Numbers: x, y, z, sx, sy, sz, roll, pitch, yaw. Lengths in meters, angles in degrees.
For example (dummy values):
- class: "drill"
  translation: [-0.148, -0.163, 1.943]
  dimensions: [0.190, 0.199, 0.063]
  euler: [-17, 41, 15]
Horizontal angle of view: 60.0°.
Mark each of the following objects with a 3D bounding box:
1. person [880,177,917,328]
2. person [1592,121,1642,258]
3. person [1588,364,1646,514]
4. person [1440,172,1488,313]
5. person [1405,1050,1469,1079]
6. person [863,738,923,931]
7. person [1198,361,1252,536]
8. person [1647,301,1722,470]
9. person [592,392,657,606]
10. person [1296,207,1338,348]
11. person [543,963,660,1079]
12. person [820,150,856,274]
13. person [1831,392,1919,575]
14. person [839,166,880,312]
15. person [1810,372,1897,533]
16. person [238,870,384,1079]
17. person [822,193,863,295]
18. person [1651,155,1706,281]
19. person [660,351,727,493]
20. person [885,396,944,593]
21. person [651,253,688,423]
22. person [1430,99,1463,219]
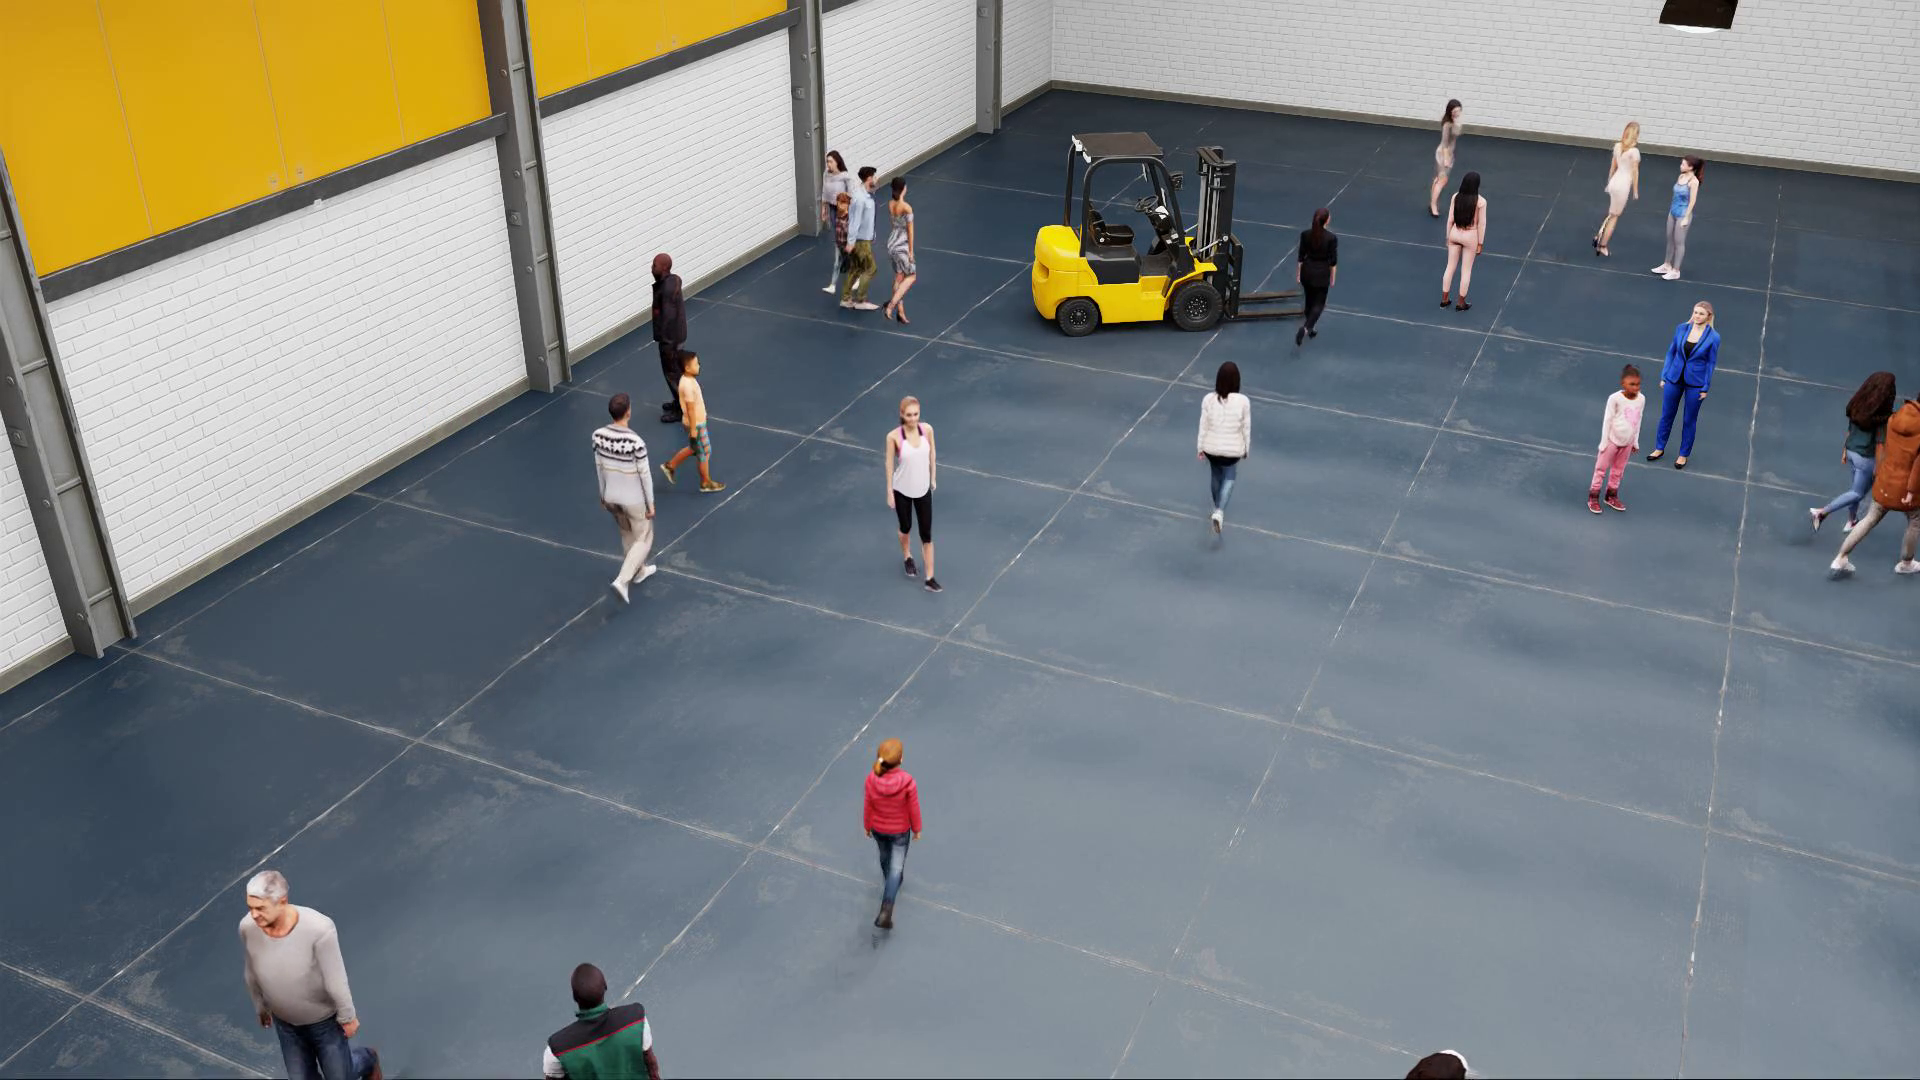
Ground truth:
- class: "person"
  translation: [-0.788, -3.400, 19.775]
  dimensions: [0.850, 1.806, 0.754]
  euler: [-21, 35, -33]
- class: "person"
  translation: [8.628, -4.603, 21.970]
  dimensions: [0.780, 1.817, 0.722]
  euler: [-8, 30, -14]
- class: "person"
  translation: [6.208, -0.965, 15.693]
  dimensions: [0.630, 1.441, 0.665]
  euler: [-6, 29, -10]
- class: "person"
  translation: [6.154, -3.654, 20.331]
  dimensions: [0.678, 1.721, 0.621]
  euler: [22, 36, 35]
- class: "person"
  translation: [2.152, 3.131, 7.804]
  dimensions: [0.855, 1.805, 0.813]
  euler: [-22, 36, -35]
- class: "person"
  translation: [-0.465, 1.890, 10.613]
  dimensions: [0.615, 1.293, 0.921]
  euler: [8, 30, 15]
- class: "person"
  translation: [2.413, -0.823, 15.248]
  dimensions: [0.681, 1.617, 0.977]
  euler: [9, 30, 16]
- class: "person"
  translation: [7.213, -1.559, 16.511]
  dimensions: [0.682, 1.701, 0.645]
  euler: [23, 36, 35]
- class: "person"
  translation: [-2.876, -0.329, 14.120]
  dimensions: [0.670, 1.830, 0.987]
  euler: [12, 31, 21]
- class: "person"
  translation: [4.075, -2.996, 19.211]
  dimensions: [0.689, 1.638, 1.040]
  euler: [17, 33, 28]
- class: "person"
  translation: [-1.702, 2.898, 8.220]
  dimensions: [1.067, 1.815, 1.081]
  euler: [-16, 32, -26]
- class: "person"
  translation: [-1.518, -4.301, 21.632]
  dimensions: [0.677, 1.610, 0.676]
  euler: [21, 35, 33]
- class: "person"
  translation: [8.062, -0.466, 14.405]
  dimensions: [1.208, 1.798, 1.137]
  euler: [-10, 30, -17]
- class: "person"
  translation: [-1.291, -3.651, 20.259]
  dimensions: [0.886, 1.784, 0.809]
  euler: [6, 29, 10]
- class: "person"
  translation: [8.169, -0.750, 15.132]
  dimensions: [0.988, 1.601, 0.973]
  euler: [-7, 29, -13]
- class: "person"
  translation: [-3.452, 2.474, 8.917]
  dimensions: [0.866, 1.892, 0.994]
  euler: [5, 29, 10]
- class: "person"
  translation: [-1.387, -3.737, 20.954]
  dimensions: [0.648, 1.270, 0.926]
  euler: [20, 34, 32]
- class: "person"
  translation: [9.263, -4.160, 21.374]
  dimensions: [0.715, 1.609, 0.625]
  euler: [-3, 29, -5]
- class: "person"
  translation: [-2.616, -1.119, 15.970]
  dimensions: [0.857, 1.446, 0.860]
  euler: [-4, 29, -8]
- class: "person"
  translation: [-0.452, -0.461, 14.437]
  dimensions: [1.026, 1.758, 1.094]
  euler: [-9, 30, -17]
- class: "person"
  translation: [-3.010, -2.148, 17.468]
  dimensions: [0.847, 1.818, 0.724]
  euler: [-3, 29, -5]
- class: "person"
  translation: [6.869, -5.447, 23.632]
  dimensions: [0.816, 1.707, 0.471]
  euler: [7, 29, 12]
